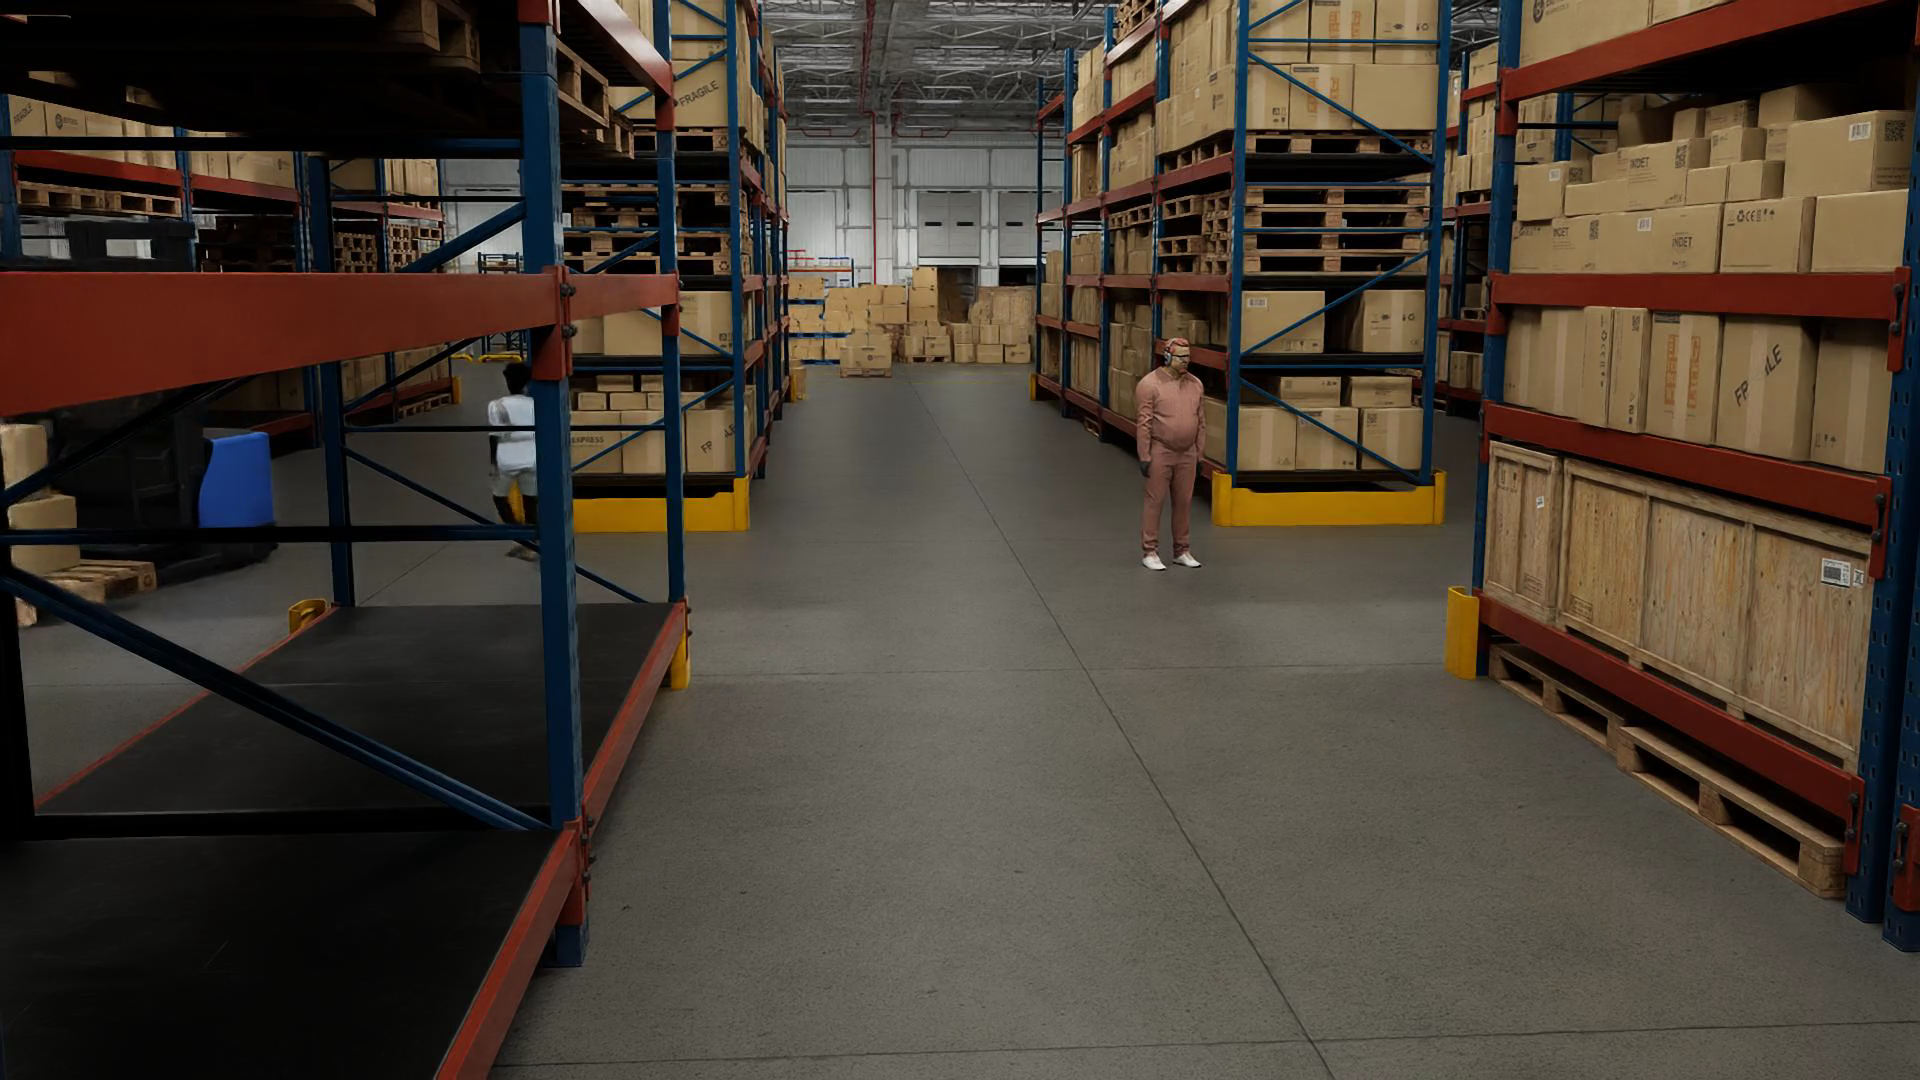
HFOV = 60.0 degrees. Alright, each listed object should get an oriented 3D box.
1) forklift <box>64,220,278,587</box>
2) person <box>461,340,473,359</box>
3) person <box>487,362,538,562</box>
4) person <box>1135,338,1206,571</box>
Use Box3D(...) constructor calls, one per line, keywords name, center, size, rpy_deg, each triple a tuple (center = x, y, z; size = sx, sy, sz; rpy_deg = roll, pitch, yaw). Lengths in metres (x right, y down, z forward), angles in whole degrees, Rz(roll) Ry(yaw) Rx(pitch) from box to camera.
Box3D(name="forklift", center=(-6.503, -1.134, 13.253), size=(1.129, 2.768, 1.873), rpy_deg=(2, 9, 11))
Box3D(name="person", center=(-14.259, -6.154, 47.895), size=(0.355, 1.883, 0.575), rpy_deg=(8, 12, 42))
Box3D(name="person", center=(-3.702, -0.648, 13.949), size=(0.548, 1.679, 0.383), rpy_deg=(-7, 11, -36))
Box3D(name="person", center=(1.745, -0.700, 13.610), size=(0.642, 1.900, 0.400), rpy_deg=(-4, 10, -26))
